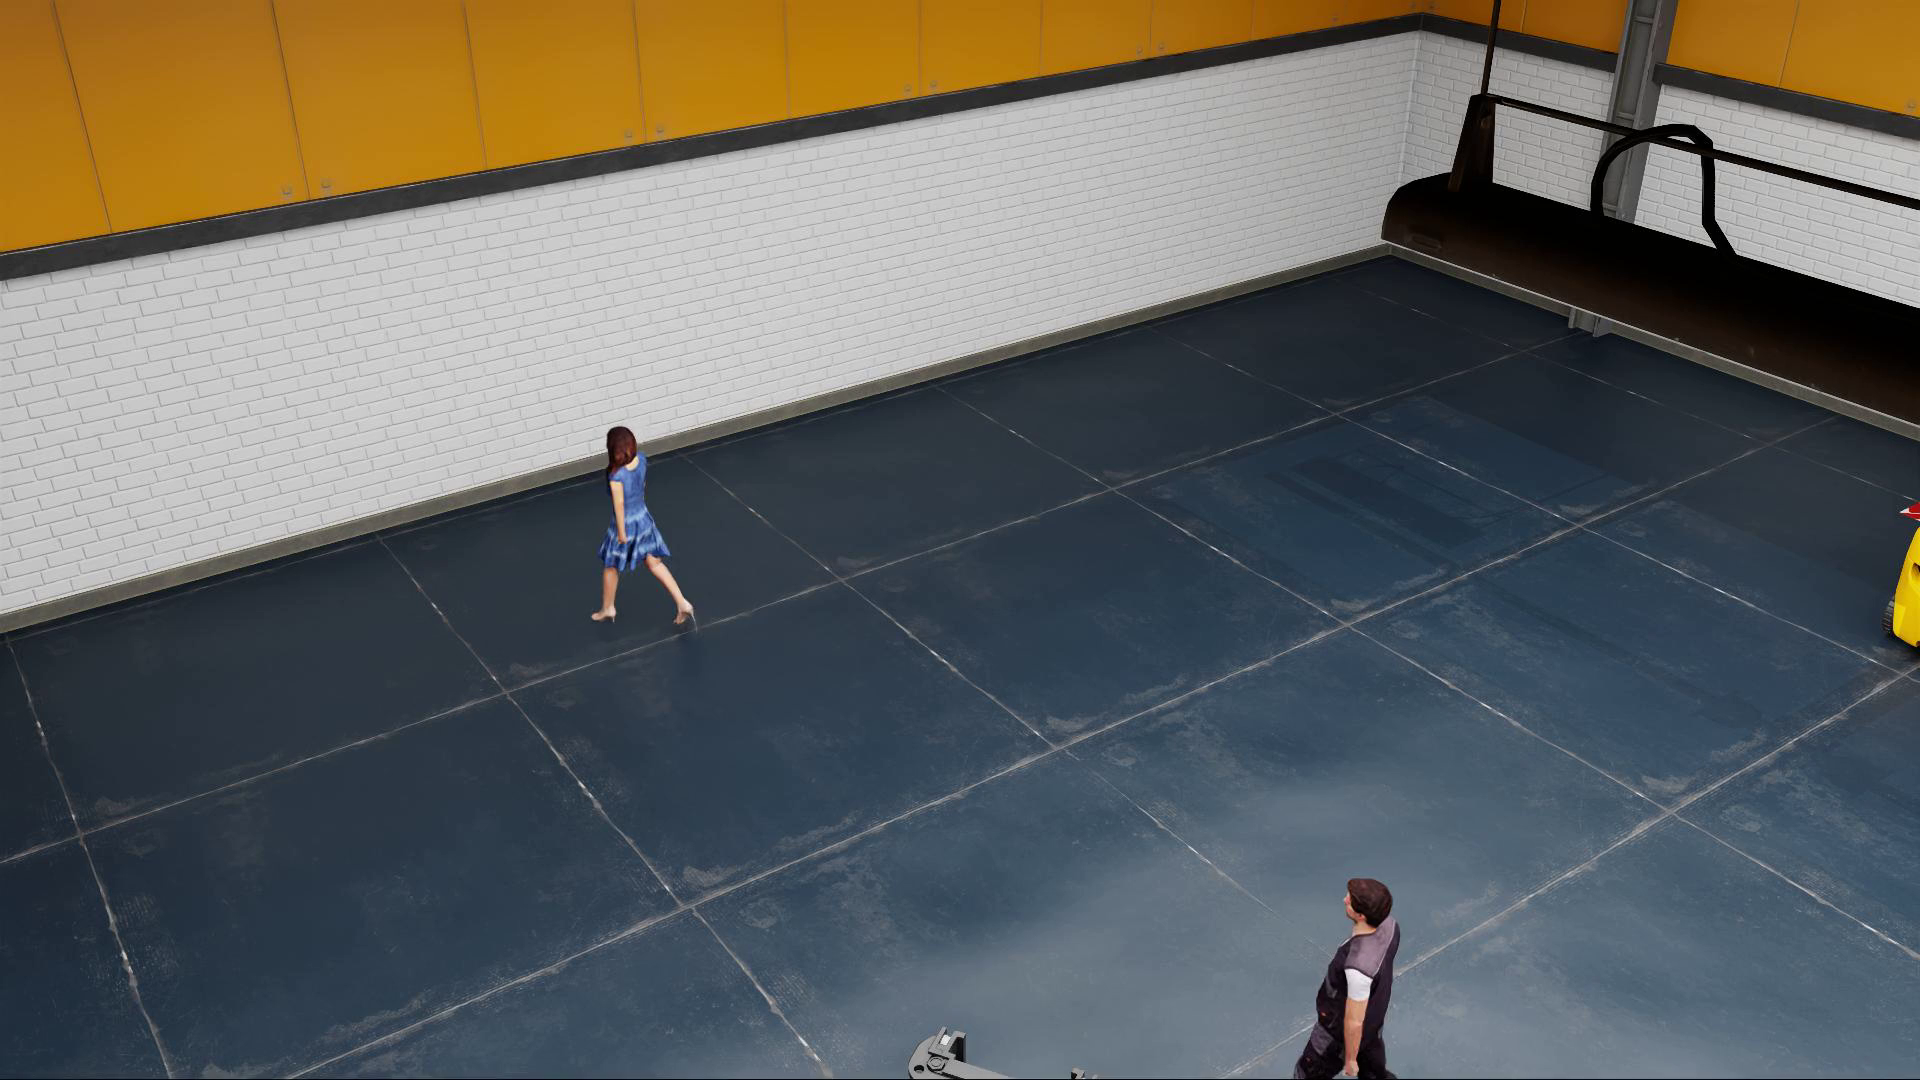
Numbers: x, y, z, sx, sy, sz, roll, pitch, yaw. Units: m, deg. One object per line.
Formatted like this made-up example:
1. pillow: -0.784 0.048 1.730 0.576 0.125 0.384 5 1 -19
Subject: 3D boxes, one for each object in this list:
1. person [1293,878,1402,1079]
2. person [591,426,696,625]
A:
1. person: 2.090 2.476 8.416 1.265 1.816 0.974 18 33 29
2. person: -2.506 -0.046 13.091 1.203 1.766 1.020 12 31 21
